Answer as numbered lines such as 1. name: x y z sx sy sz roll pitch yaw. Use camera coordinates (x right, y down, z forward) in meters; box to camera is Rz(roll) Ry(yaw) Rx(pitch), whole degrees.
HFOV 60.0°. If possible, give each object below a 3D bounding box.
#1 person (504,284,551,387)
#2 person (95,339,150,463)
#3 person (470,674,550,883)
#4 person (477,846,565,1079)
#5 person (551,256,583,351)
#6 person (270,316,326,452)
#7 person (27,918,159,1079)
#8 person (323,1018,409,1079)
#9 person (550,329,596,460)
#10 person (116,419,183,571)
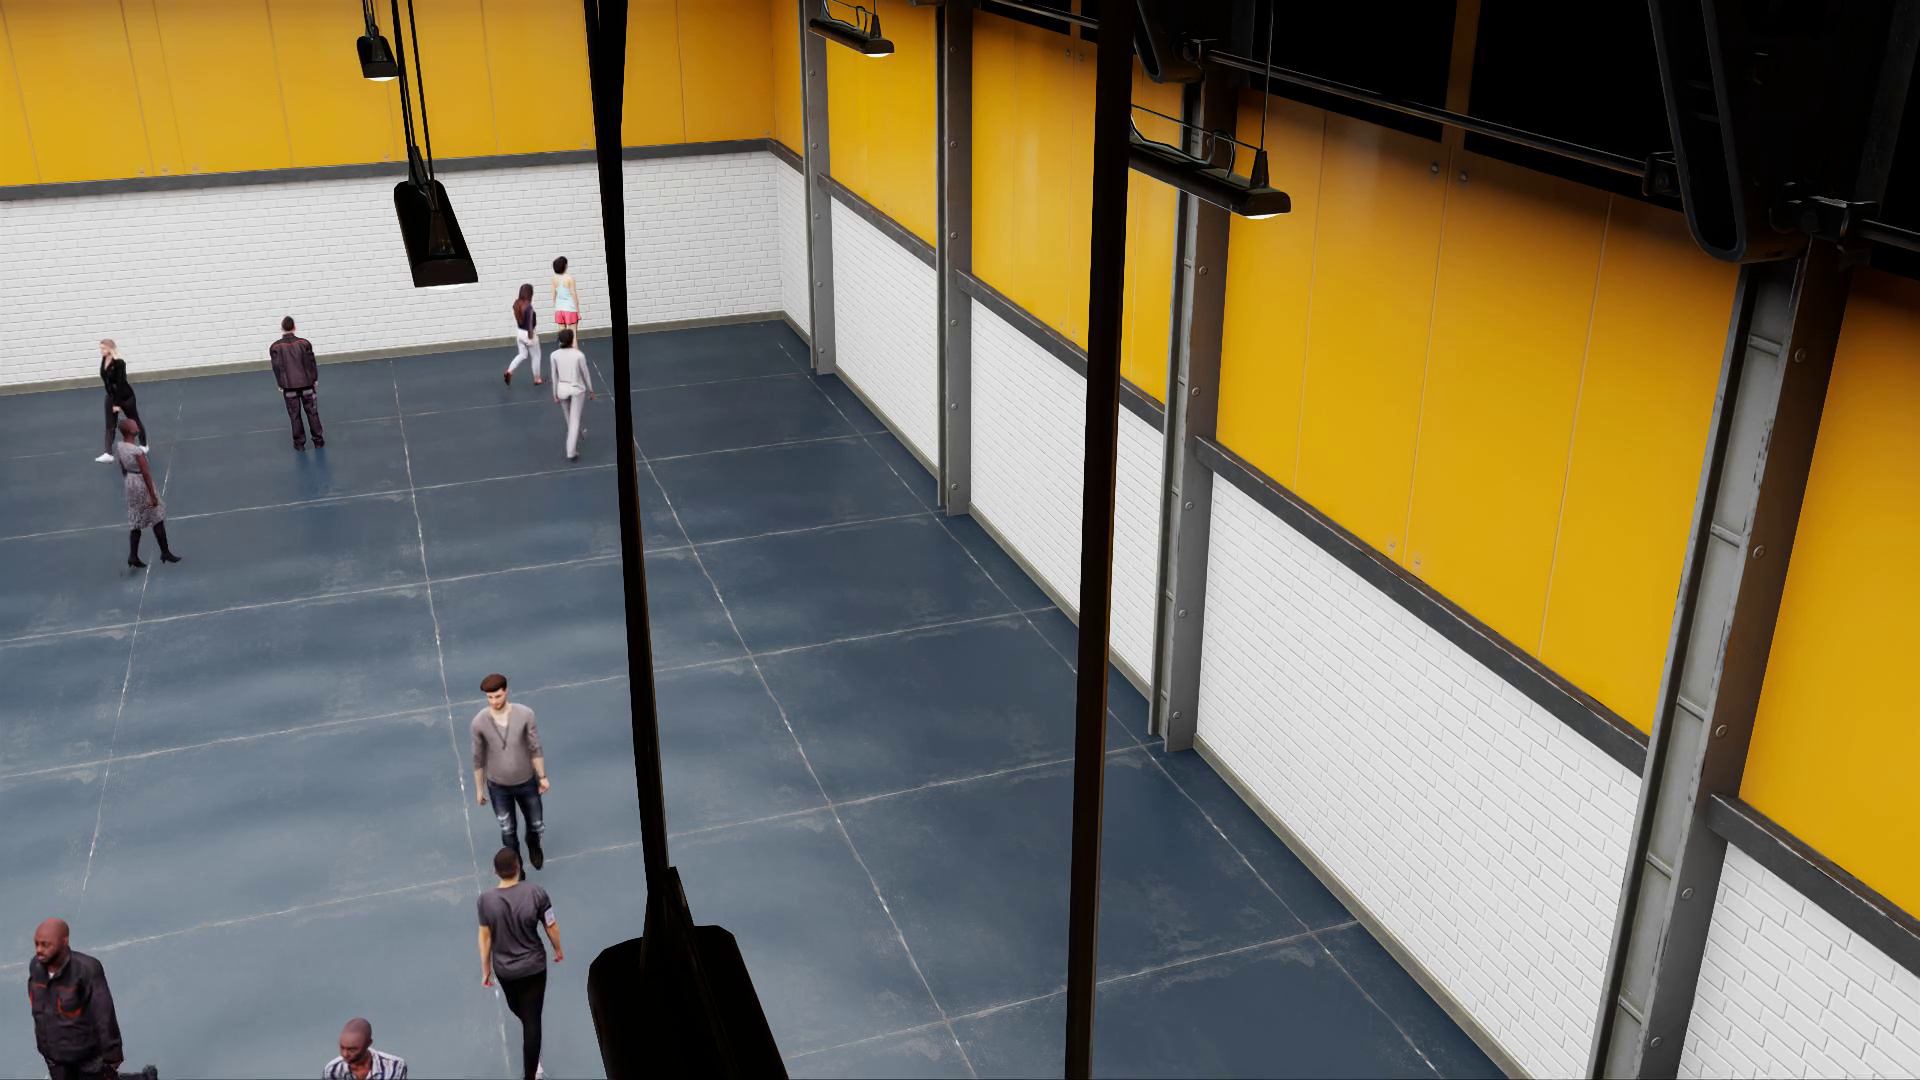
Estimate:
1. person: -6.484 -3.002 24.714 0.997 1.590 0.939 19 30 37
2. person: -11.033 -1.876 22.057 1.004 1.654 1.083 9 25 20
3. person: -3.547 1.870 13.189 0.766 1.895 0.828 -5 24 -12
4. person: -2.935 2.898 11.063 0.870 1.713 1.223 -3 24 -6
5. person: -6.071 -3.511 25.660 0.684 1.765 0.726 8 25 18
6. person: -8.911 -2.124 22.372 0.727 1.857 0.627 -11 26 -23
7. person: -5.483 3.110 10.471 1.027 1.799 1.202 4 24 9
8. person: -3.390 3.484 9.621 0.653 1.794 0.587 -4 24 -9
9. person: -5.181 -1.903 22.084 0.971 1.683 1.243 2 24 5
10. person: -9.285 -0.504 18.758 0.869 1.784 0.921 13 27 27
